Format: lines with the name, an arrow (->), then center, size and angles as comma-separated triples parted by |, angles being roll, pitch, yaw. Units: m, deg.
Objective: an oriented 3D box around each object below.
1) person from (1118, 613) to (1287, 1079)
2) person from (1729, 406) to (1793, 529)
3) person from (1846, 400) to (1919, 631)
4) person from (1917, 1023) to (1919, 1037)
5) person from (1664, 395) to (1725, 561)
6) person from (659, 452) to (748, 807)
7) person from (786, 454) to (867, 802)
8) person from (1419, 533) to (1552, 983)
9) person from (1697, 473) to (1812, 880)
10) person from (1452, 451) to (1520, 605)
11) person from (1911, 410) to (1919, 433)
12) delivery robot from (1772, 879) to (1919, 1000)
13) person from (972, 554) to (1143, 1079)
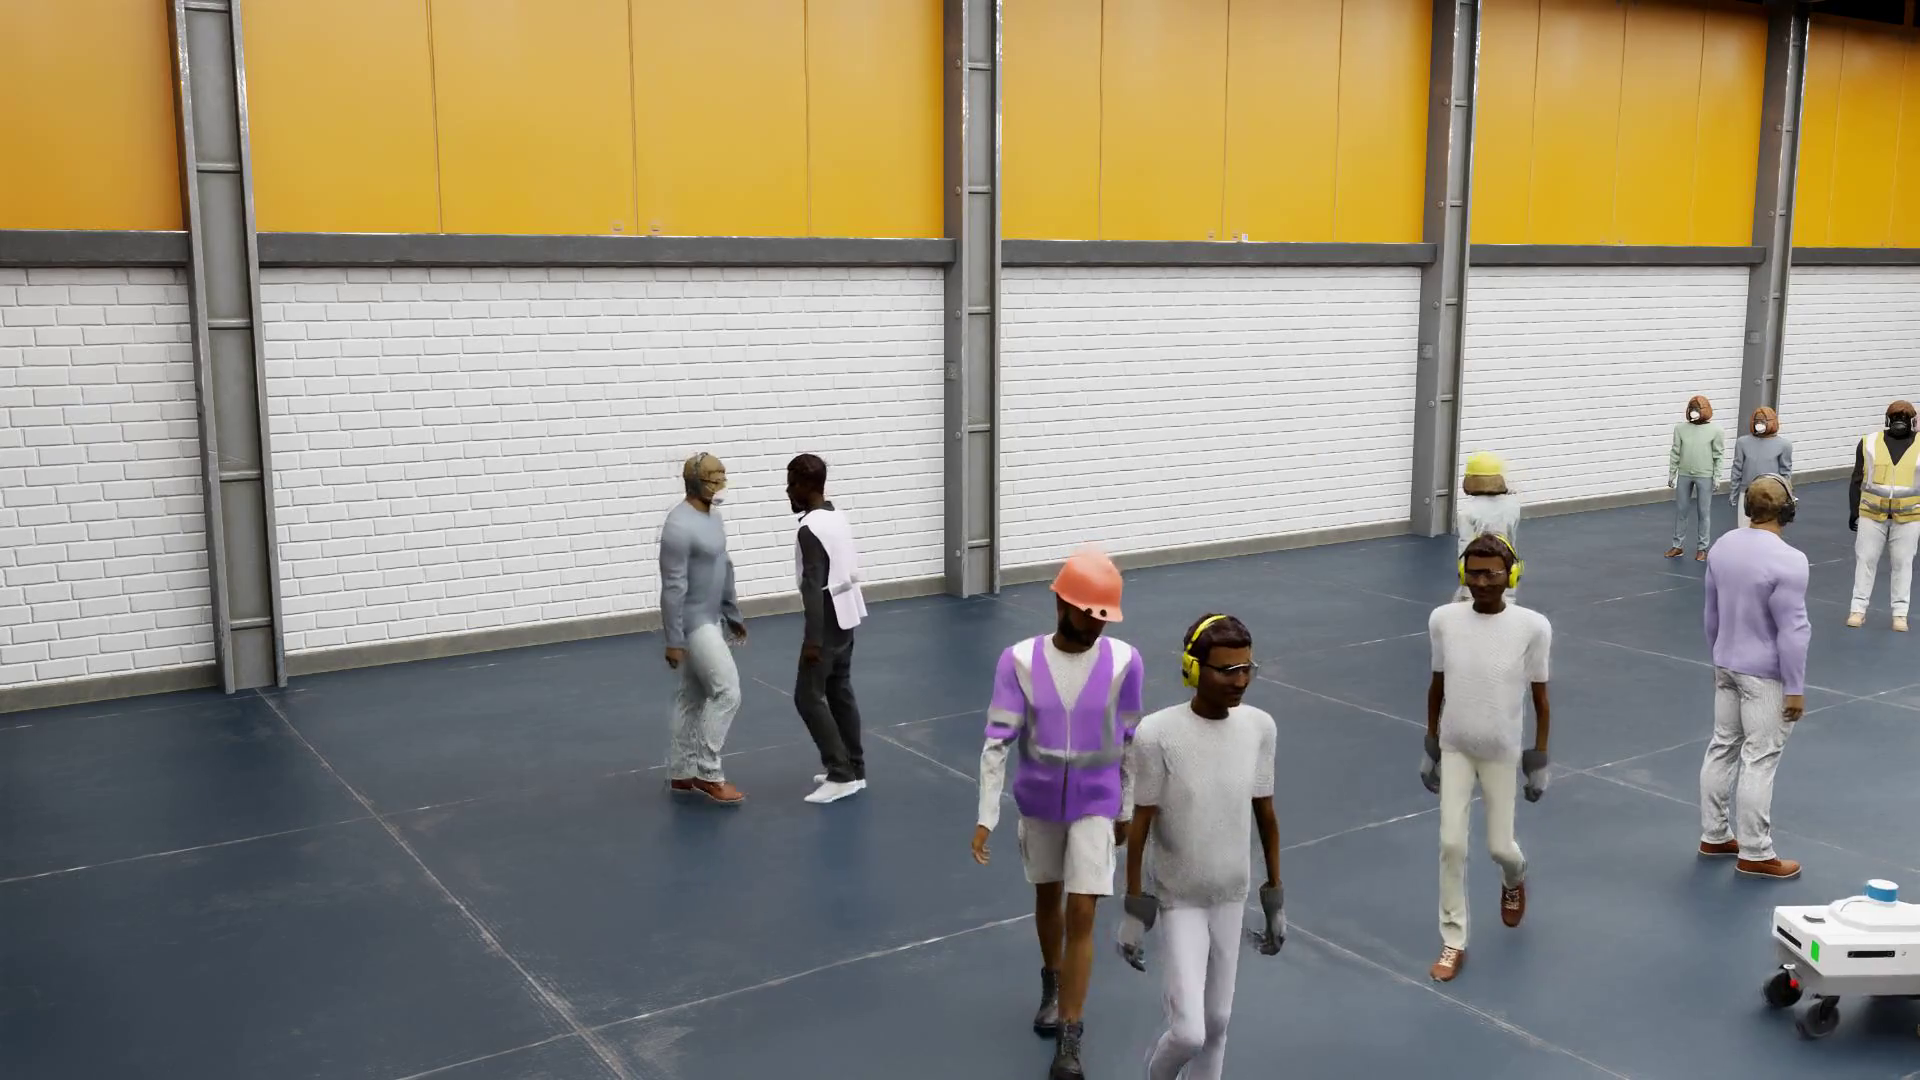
person -> 0.773, 1.141, 5.183 | 0.561, 1.857, 0.381 | -4, 10, -24
person -> 7.277, -0.401, 15.147 | 0.509, 1.632, 0.267 | 8, 12, 40
person -> 7.435, -0.196, 13.284 | 0.619, 1.845, 0.430 | 6, 11, 31
person -> 3.868, 0.923, 6.102 | 0.616, 1.988, 0.392 | -7, 11, -35
person -> 7.258, -0.613, 16.424 | 0.505, 1.632, 0.269 | 9, 13, 42
person -> -1.348, 0.478, 8.993 | 0.611, 1.916, 0.646 | 1, 9, 5
person -> -0.741, 0.477, 9.124 | 0.445, 1.891, 0.614 | 1, 10, 8
person -> 2.190, 0.862, 6.920 | 0.518, 1.852, 0.698 | 6, 11, 31
person -> 3.807, 0.642, 7.946 | 0.366, 1.940, 0.635 | -2, 10, -12
person -> 3.369, 0.301, 10.650 | 0.482, 1.729, 0.460 | -3, 10, -17
person -> 9.795, -0.744, 16.819 | 0.310, 1.768, 0.533 | -8, 12, -39
delivery robot -> 3.517, 1.546, 6.375 | 0.707, 0.478, 0.477 | 0, 9, -2
person -> 0.353, 0.991, 5.994 | 0.599, 1.880, 0.942 | 1, 9, 7
